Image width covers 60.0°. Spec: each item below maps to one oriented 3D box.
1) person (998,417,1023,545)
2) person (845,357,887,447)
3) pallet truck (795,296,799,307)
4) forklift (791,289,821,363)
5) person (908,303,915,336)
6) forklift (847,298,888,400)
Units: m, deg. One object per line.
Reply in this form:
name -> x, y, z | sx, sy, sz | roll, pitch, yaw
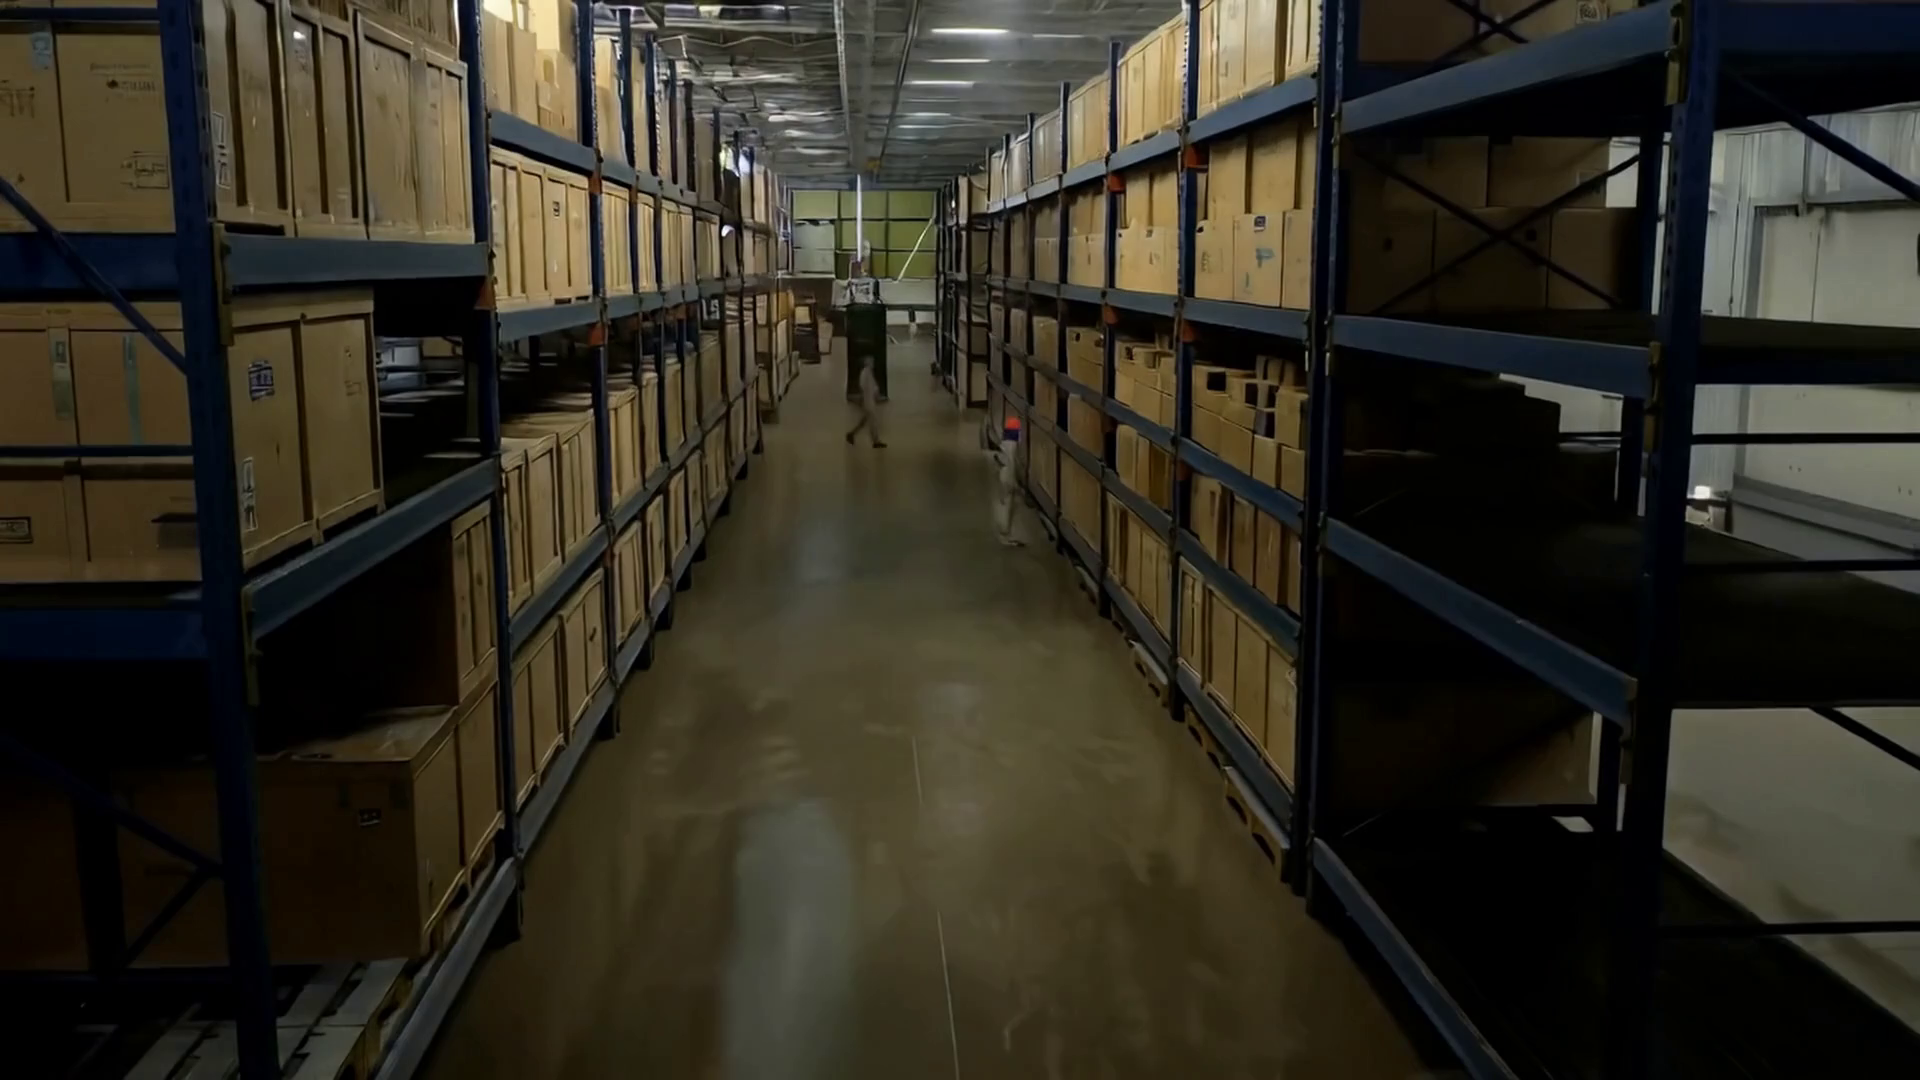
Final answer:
person -> 0.696, -0.801, 22.650 | 0.322, 1.741, 0.490 | -2, 10, -11
person -> -1.958, -2.853, 34.494 | 0.812, 1.878, 0.652 | 0, 10, -3
pallet truck -> -8.622, -12.439, 91.403 | 1.885, 1.965, 0.823 | 2, 10, 13
forklift -> -5.981, -8.155, 63.181 | 1.129, 2.768, 1.873 | -2, 10, -12
person -> -2.523, -11.501, 86.723 | 0.319, 1.691, 0.536 | 5, 11, 29
forklift -> -2.611, -5.380, 46.605 | 1.129, 2.768, 1.873 | -1, 10, -3
